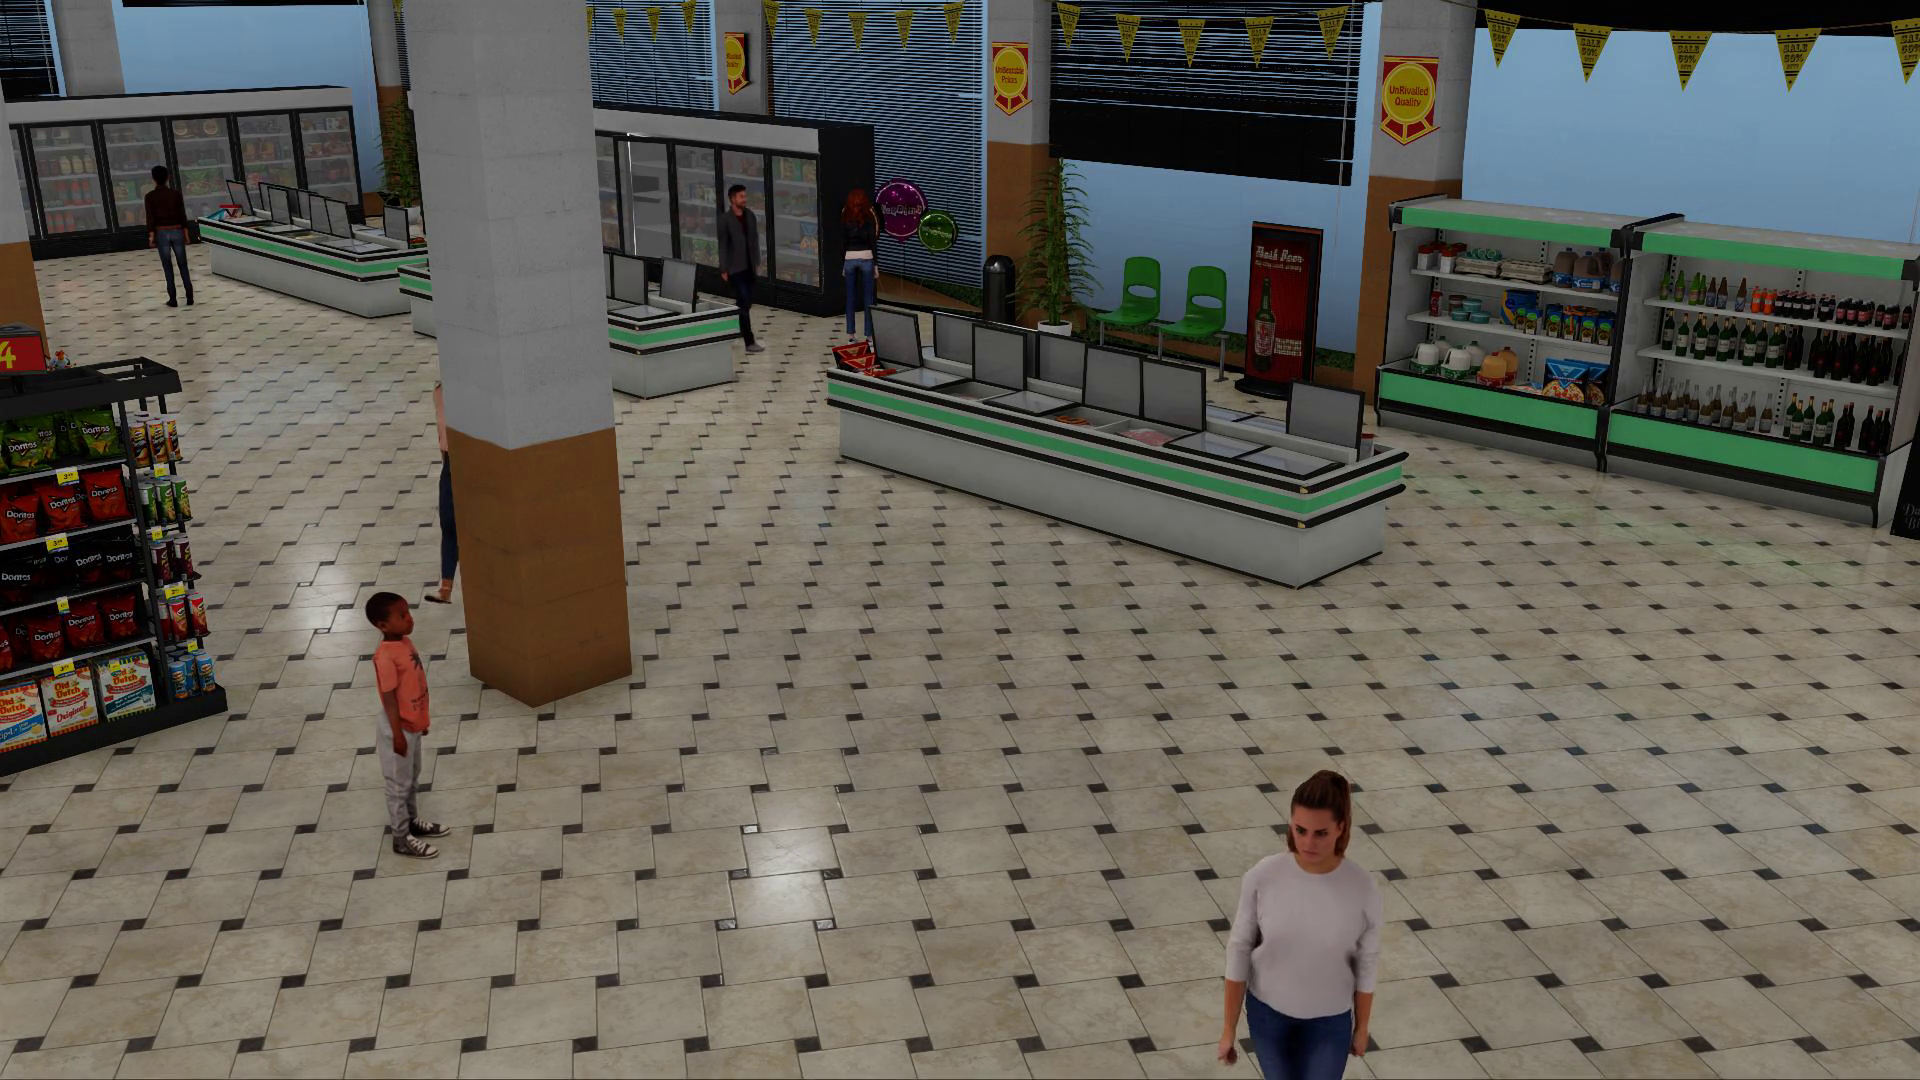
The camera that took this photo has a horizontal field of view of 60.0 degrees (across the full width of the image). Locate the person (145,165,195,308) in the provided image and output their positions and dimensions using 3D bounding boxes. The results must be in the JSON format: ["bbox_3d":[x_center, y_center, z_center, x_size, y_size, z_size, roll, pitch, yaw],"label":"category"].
[{"bbox_3d":[-10.117,-3.892,21.296,0.680,1.782,0.574,-13,22,-33],"label":"person"}]

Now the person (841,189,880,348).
[{"bbox_3d":[-1.149,-3.107,18.959,0.621,1.787,0.724,5,19,14],"label":"person"}]

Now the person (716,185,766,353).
[{"bbox_3d":[-2.517,-3.050,18.706,1.157,1.840,0.751,15,24,38],"label":"person"}]

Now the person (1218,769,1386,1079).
[{"bbox_3d":[1.106,1.527,5.401,1.166,1.668,0.972,8,20,22],"label":"person"}]

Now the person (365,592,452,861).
[{"bbox_3d":[-2.670,0.864,7.928,0.625,1.310,0.568,1,19,2],"label":"person"}]
